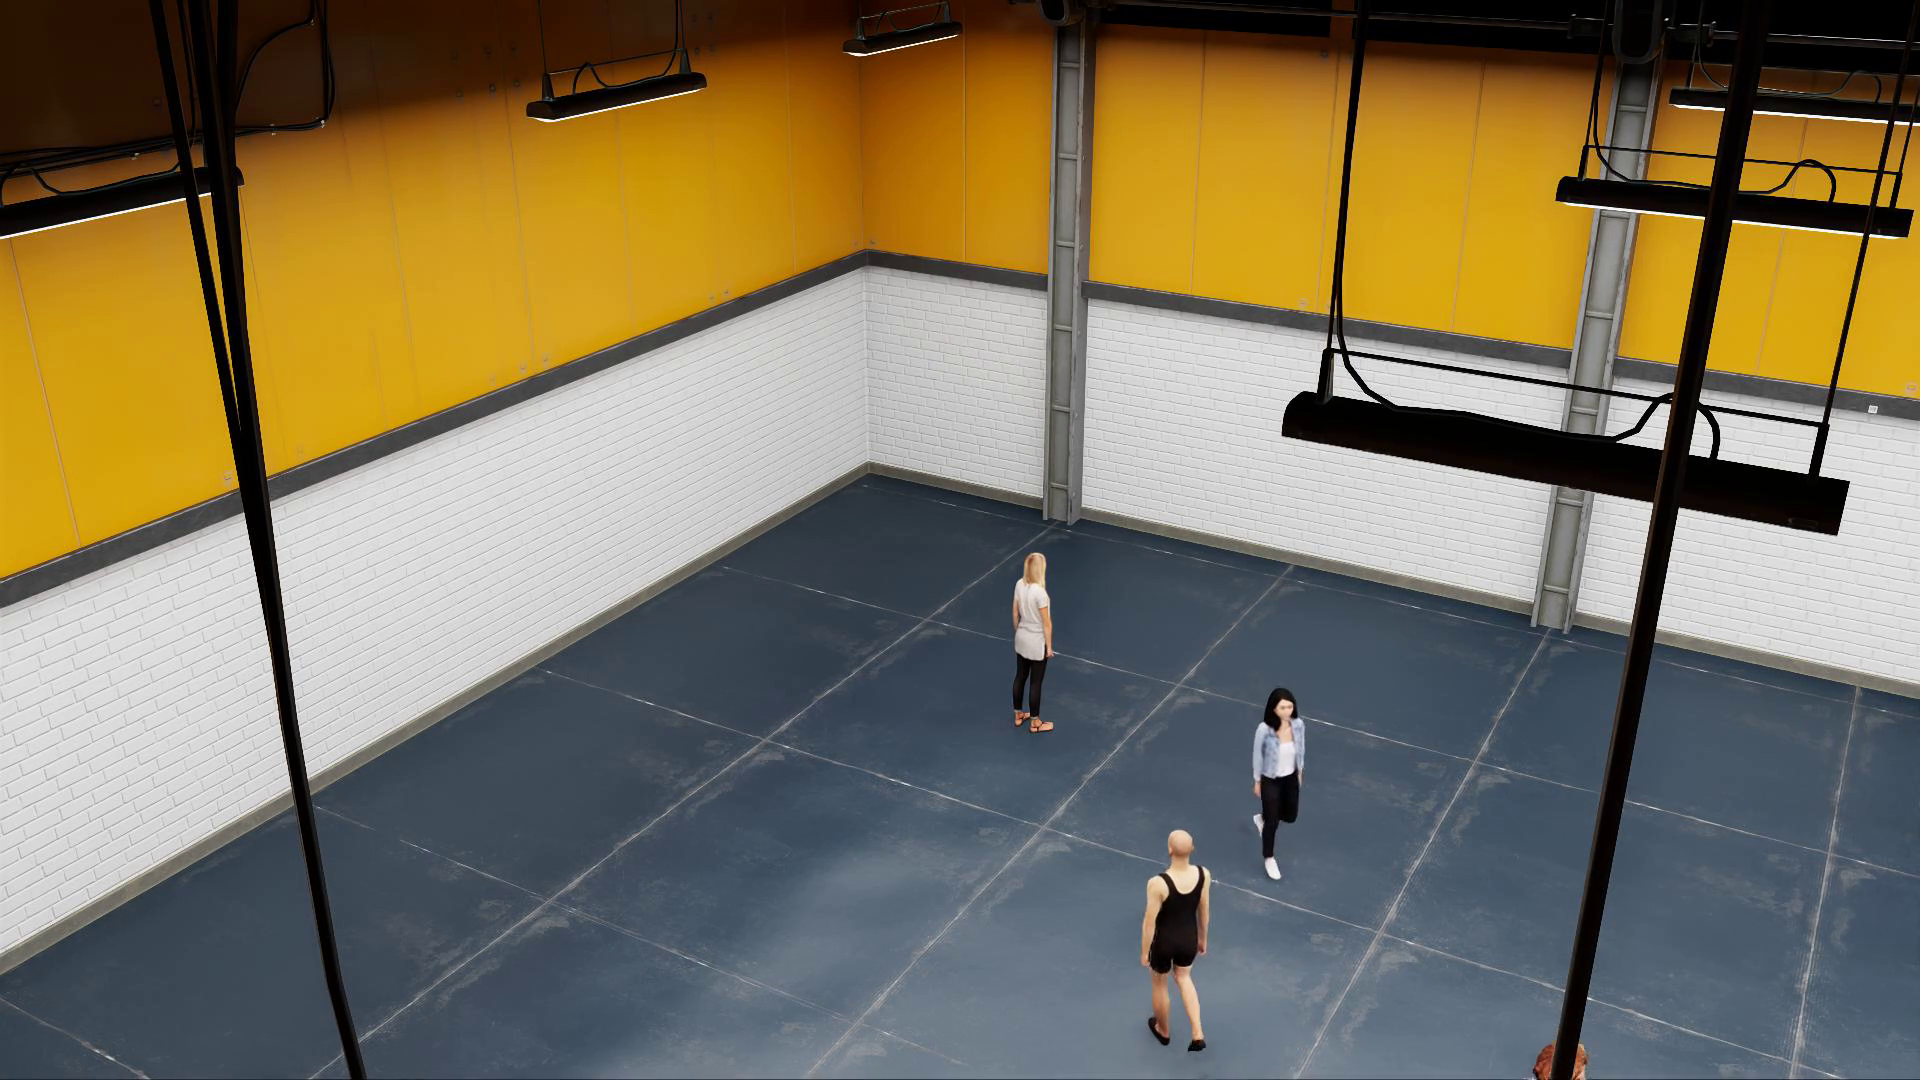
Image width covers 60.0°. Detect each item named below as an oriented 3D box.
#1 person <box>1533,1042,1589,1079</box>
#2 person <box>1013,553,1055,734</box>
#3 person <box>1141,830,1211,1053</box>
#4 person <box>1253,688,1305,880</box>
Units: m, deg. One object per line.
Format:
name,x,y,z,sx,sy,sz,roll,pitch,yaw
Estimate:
person,3.400,3.643,9.891,0.803,1.678,0.727,9,25,20
person,0.678,0.966,15.832,0.733,1.825,0.570,-20,31,-39
person,1.523,2.853,11.545,0.920,1.801,1.002,-9,25,-20
person,2.593,1.951,13.741,0.864,1.694,0.934,-7,25,-16
